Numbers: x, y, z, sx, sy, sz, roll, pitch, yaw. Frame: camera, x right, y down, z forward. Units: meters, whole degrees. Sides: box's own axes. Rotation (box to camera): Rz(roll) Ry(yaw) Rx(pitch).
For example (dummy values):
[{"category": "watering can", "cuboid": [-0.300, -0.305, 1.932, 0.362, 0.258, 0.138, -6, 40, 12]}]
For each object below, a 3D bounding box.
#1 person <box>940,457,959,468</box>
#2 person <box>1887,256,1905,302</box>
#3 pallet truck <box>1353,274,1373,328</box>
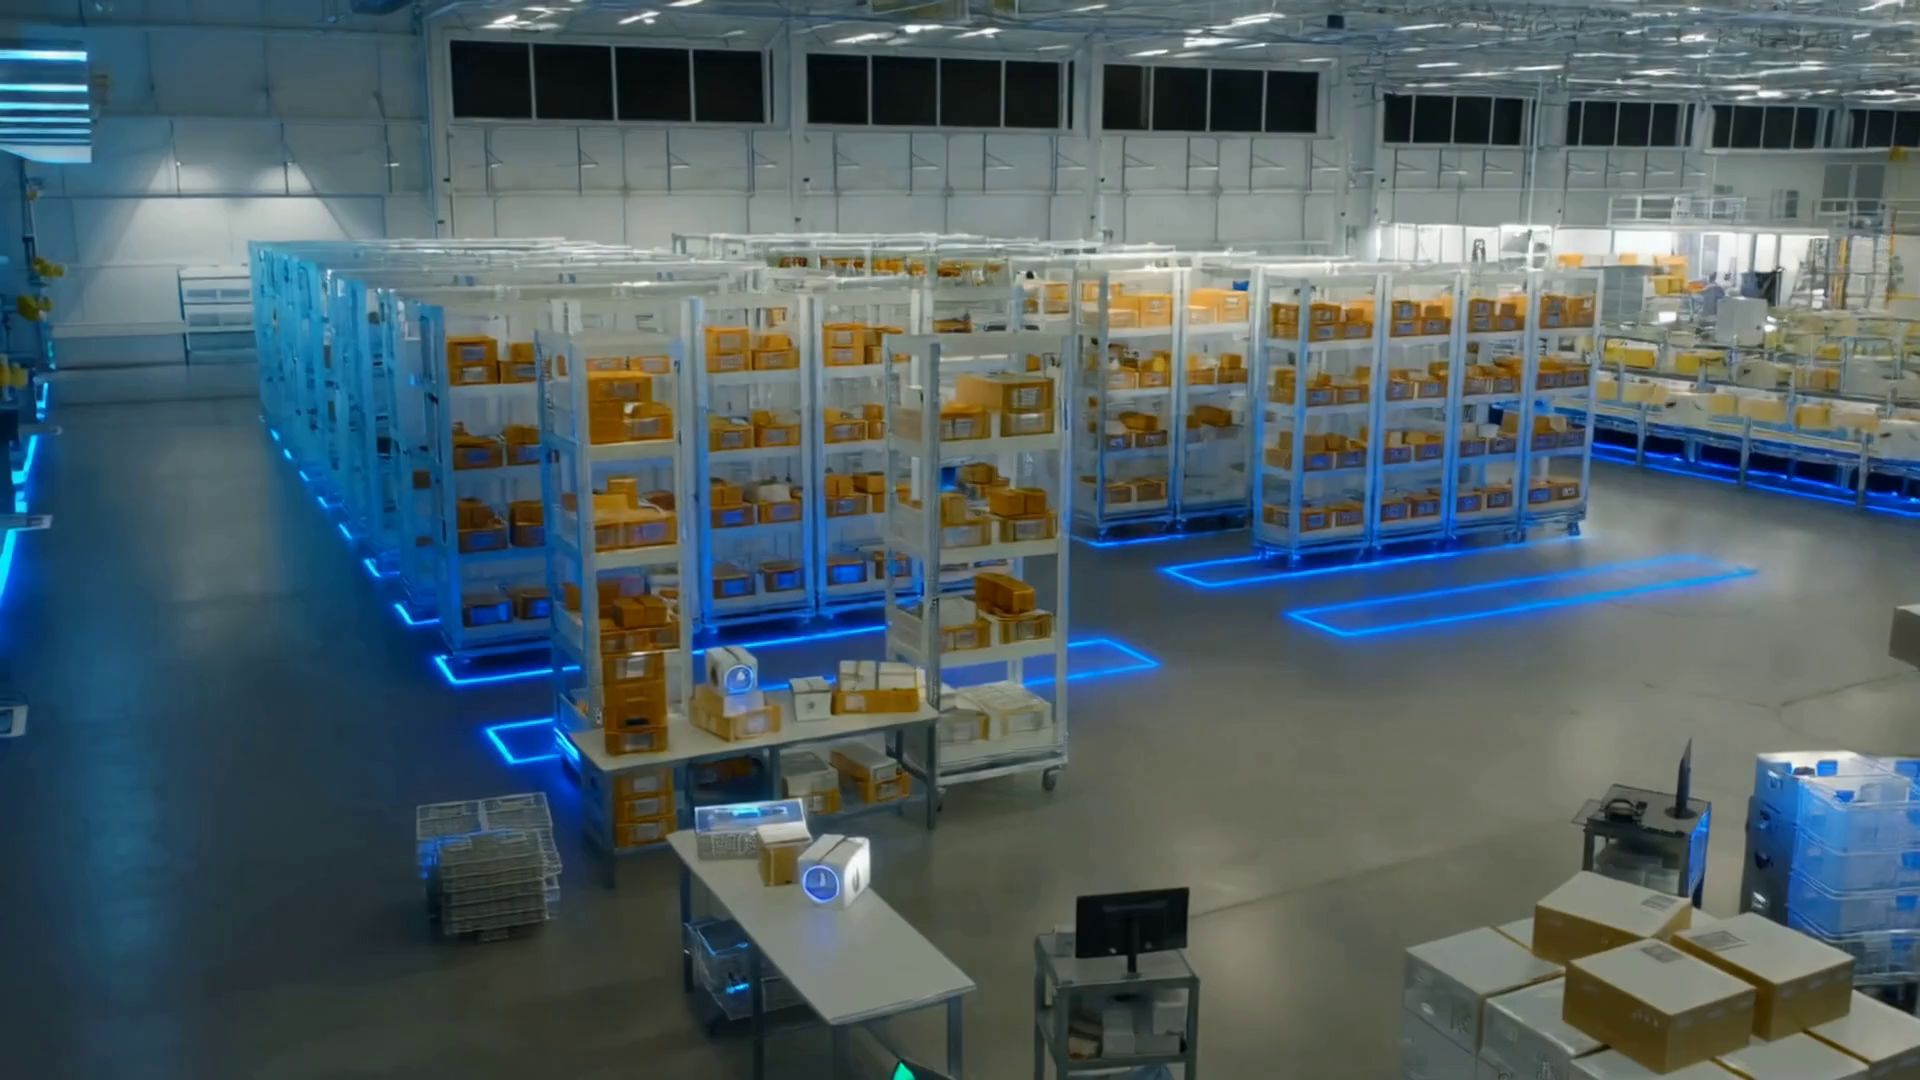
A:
[{"category": "person", "cuboid": [-0.283, -0.860, 21.665, 0.522, 1.973, 0.636, 11, 16, 42]}, {"category": "person", "cuboid": [38.025, -10.592, 67.480, 0.591, 1.837, 0.946, -4, 13, -20]}, {"category": "pallet truck", "cuboid": [13.011, -8.050, 55.243, 0.823, 1.965, 1.885, -7, 14, -28]}]
